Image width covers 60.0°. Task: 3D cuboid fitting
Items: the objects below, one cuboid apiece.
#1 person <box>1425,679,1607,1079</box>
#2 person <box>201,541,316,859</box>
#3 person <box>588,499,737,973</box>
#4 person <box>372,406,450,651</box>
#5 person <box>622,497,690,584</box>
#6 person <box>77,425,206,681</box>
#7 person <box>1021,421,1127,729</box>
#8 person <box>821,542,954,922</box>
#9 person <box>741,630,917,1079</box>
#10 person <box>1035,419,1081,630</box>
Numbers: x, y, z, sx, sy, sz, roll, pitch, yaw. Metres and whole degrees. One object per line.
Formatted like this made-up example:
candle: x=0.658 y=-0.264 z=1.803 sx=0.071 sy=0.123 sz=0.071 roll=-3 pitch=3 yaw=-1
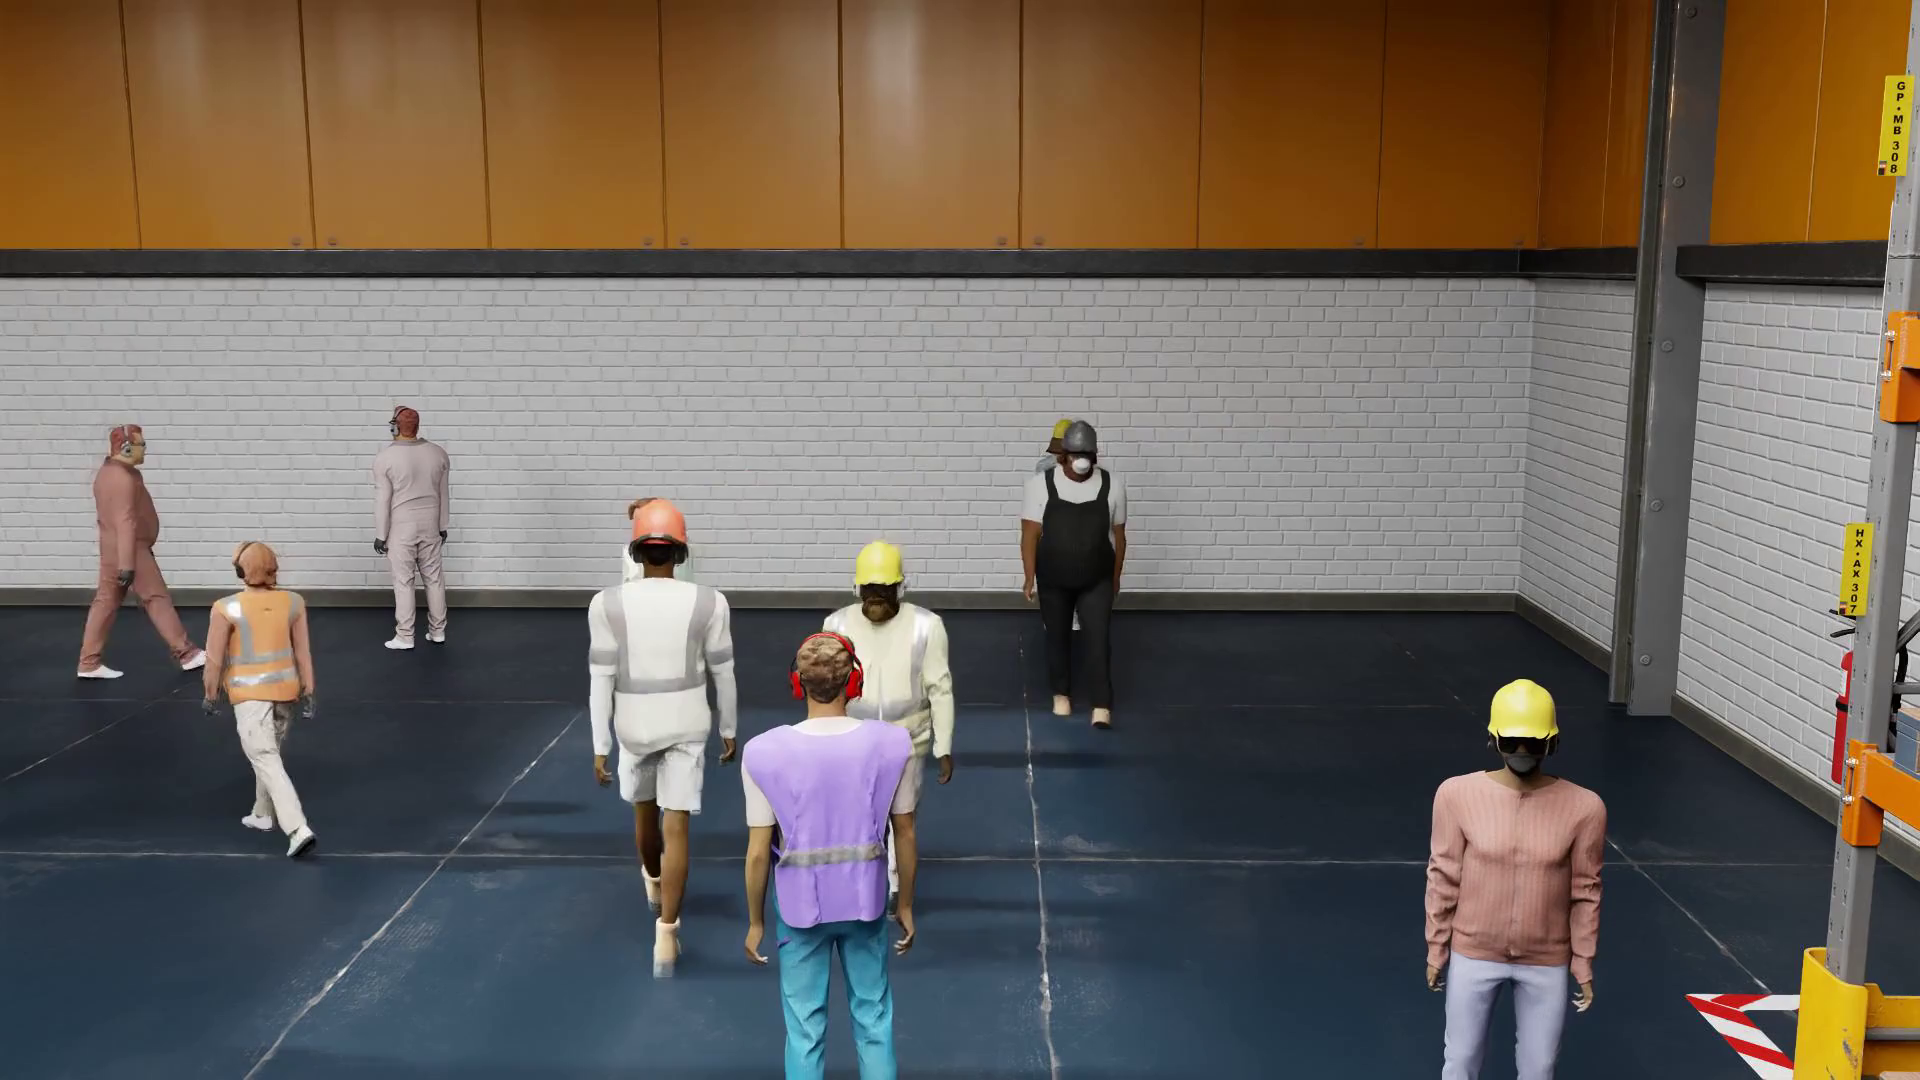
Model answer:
person: x=1.707 y=1.292 z=5.158 sx=0.525 sy=1.769 sz=0.315 roll=2 pitch=10 yaw=13
person: x=-3.551 y=0.806 z=8.561 sx=0.853 sy=1.600 sz=0.511 roll=7 pitch=12 yaw=36
person: x=-1.304 y=0.809 z=7.384 sx=0.630 sy=1.982 sz=1.054 roll=-1 pitch=10 yaw=-8
person: x=-4.304 y=-0.094 z=13.025 sx=0.410 sy=1.913 sz=0.643 roll=8 pitch=12 yaw=40
person: x=-1.811 y=0.548 z=9.992 sx=0.520 sy=1.627 sz=0.391 roll=6 pitch=11 yaw=32
person: x=-5.984 y=0.088 z=12.089 sx=0.986 sy=1.853 sz=0.658 roll=-8 pitch=12 yaw=-38
person: x=0.740 y=0.209 z=10.823 sx=0.699 sy=2.000 sz=0.953 roll=1 pitch=9 yaw=3
person: x=-0.330 y=0.908 z=7.357 sx=0.607 sy=1.787 sz=0.889 roll=0 pitch=9 yaw=1
person: x=-0.414 y=1.214 z=5.393 sx=0.567 sy=1.841 sz=0.377 roll=-2 pitch=10 yaw=-14
person: x=0.861 y=-0.127 z=13.721 sx=0.484 sy=1.745 sz=0.298 roll=3 pitch=10 yaw=18
